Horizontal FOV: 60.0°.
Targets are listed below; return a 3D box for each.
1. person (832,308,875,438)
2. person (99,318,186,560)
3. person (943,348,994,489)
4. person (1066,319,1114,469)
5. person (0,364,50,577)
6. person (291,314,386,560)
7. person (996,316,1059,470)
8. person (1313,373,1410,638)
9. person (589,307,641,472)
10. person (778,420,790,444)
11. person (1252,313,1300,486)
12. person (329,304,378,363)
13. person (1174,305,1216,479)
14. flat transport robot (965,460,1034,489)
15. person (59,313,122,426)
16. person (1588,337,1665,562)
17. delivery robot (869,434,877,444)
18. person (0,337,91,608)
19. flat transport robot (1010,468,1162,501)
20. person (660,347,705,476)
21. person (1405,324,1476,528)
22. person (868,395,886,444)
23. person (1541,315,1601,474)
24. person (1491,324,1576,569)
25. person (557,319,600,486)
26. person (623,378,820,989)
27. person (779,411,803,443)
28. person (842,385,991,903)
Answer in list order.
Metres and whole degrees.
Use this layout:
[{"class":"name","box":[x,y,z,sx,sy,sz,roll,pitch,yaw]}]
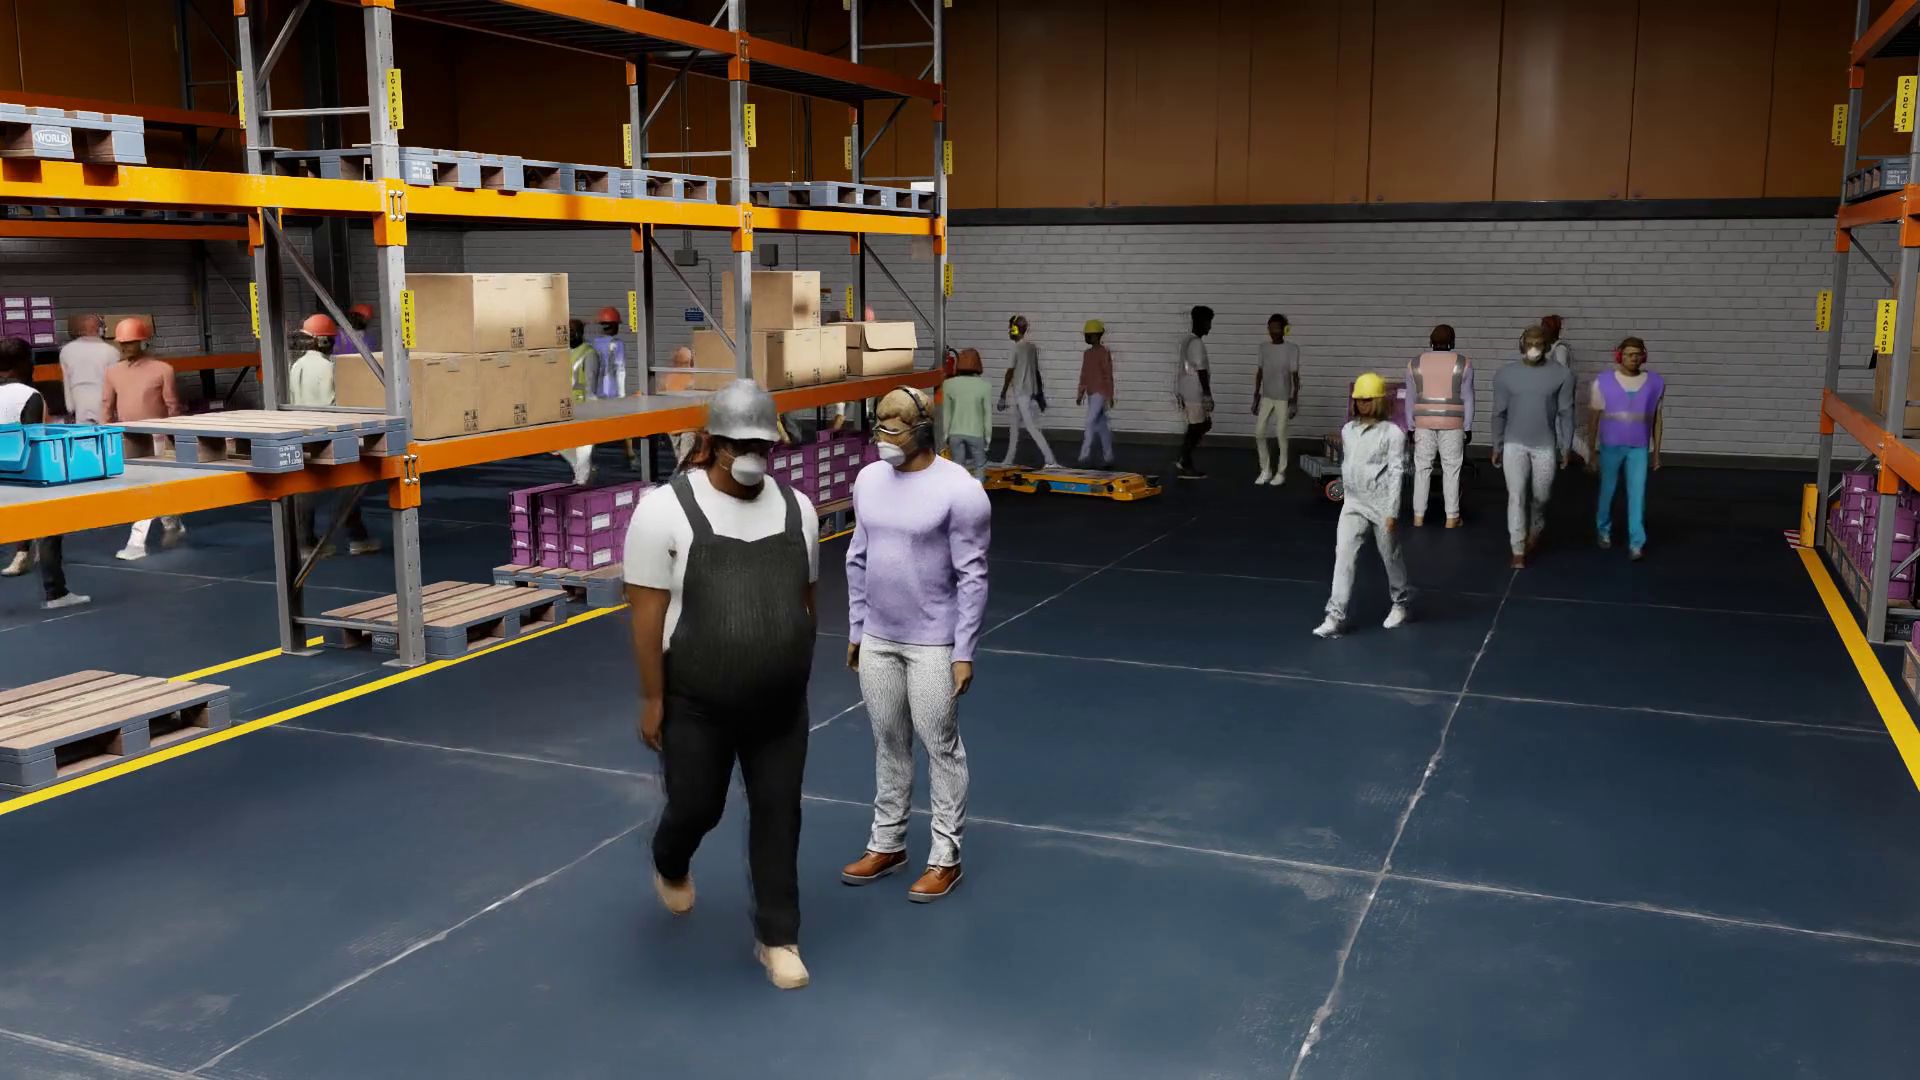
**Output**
[{"class":"person","box":[-1.258,-1.793,19.625,0.666,1.865,0.968,5,11,29]},{"class":"person","box":[-6.753,-0.859,13.753,0.639,1.948,1.030,1,9,7]},{"class":"person","box":[0.074,-0.952,15.291,0.507,1.620,0.366,2,10,15]},{"class":"person","box":[1.481,-1.676,19.281,0.792,1.733,0.554,-4,10,-22]},{"class":"person","box":[-7.318,-0.585,12.949,0.537,1.657,0.857,1,9,4]},{"class":"person","box":[-5.082,-0.843,13.548,0.646,1.968,0.807,7,12,36]},{"class":"person","box":[0.782,-1.646,19.004,0.951,1.812,0.535,6,11,31]},{"class":"person","box":[2.639,-0.224,10.662,0.954,1.692,0.499,-9,13,-43]},{"class":"person","box":[-4.036,-1.727,19.154,0.557,1.903,0.897,6,11,33]},{"class":"person","box":[-2.363,-1.802,19.375,1.068,1.983,0.608,-6,11,-31]},{"class":"person","box":[3.374,-1.498,17.856,0.582,1.856,0.557,7,12,37]},{"class":"person","box":[-7.796,-2.065,21.261,0.705,1.891,0.375,-5,11,-27]},{"class":"person","box":[2.627,-1.634,18.470,0.428,1.937,0.599,0,9,2]},{"class":"flat transport robot","box":[0.094,-0.726,17.991,1.431,0.197,0.652,9,13,44]},{"class":"person","box":[-8.794,-1.352,16.877,0.648,1.892,0.679,0,9,1]},{"class":"person","box":[5.442,-0.763,13.623,0.595,1.799,0.980,2,10,12]},{"class":"delivery robot","box":[-0.859,-0.997,18.492,0.707,0.478,0.477,7,12,37]},{"class":"person","box":[-6.438,-0.426,11.285,0.596,1.896,0.827,5,11,29]},{"class":"flat transport robot","box":[1.293,-0.588,17.157,1.431,0.197,0.652,6,11,33]},{"class":"person","box":[-2.540,-1.028,15.783,0.536,1.593,0.840,4,10,24]},{"class":"person","box":[4.347,-1.029,15.083,0.626,1.844,0.429,4,10,25]},{"class":"person","box":[-0.770,-1.437,17.814,0.533,1.759,0.343,-7,12,-36]},{"class":"person","box":[6.716,-1.583,18.463,0.850,1.845,0.620,0,9,1]},{"class":"person","box":[4.545,-0.759,13.231,0.633,1.918,0.779,3,10,19]},{"class":"person","box":[-3.990,-1.382,17.260,0.648,1.823,0.451,8,12,39]},{"class":"person","box":[-0.782,0.436,5.598,0.691,2.000,0.754,-5,11,-28]},{"class":"person","box":[-2.101,-1.636,18.940,1.001,1.788,0.529,-9,13,-42]},{"class":"person","box":[-0.178,0.384,6.245,0.627,1.933,0.371,7,12,36]}]
